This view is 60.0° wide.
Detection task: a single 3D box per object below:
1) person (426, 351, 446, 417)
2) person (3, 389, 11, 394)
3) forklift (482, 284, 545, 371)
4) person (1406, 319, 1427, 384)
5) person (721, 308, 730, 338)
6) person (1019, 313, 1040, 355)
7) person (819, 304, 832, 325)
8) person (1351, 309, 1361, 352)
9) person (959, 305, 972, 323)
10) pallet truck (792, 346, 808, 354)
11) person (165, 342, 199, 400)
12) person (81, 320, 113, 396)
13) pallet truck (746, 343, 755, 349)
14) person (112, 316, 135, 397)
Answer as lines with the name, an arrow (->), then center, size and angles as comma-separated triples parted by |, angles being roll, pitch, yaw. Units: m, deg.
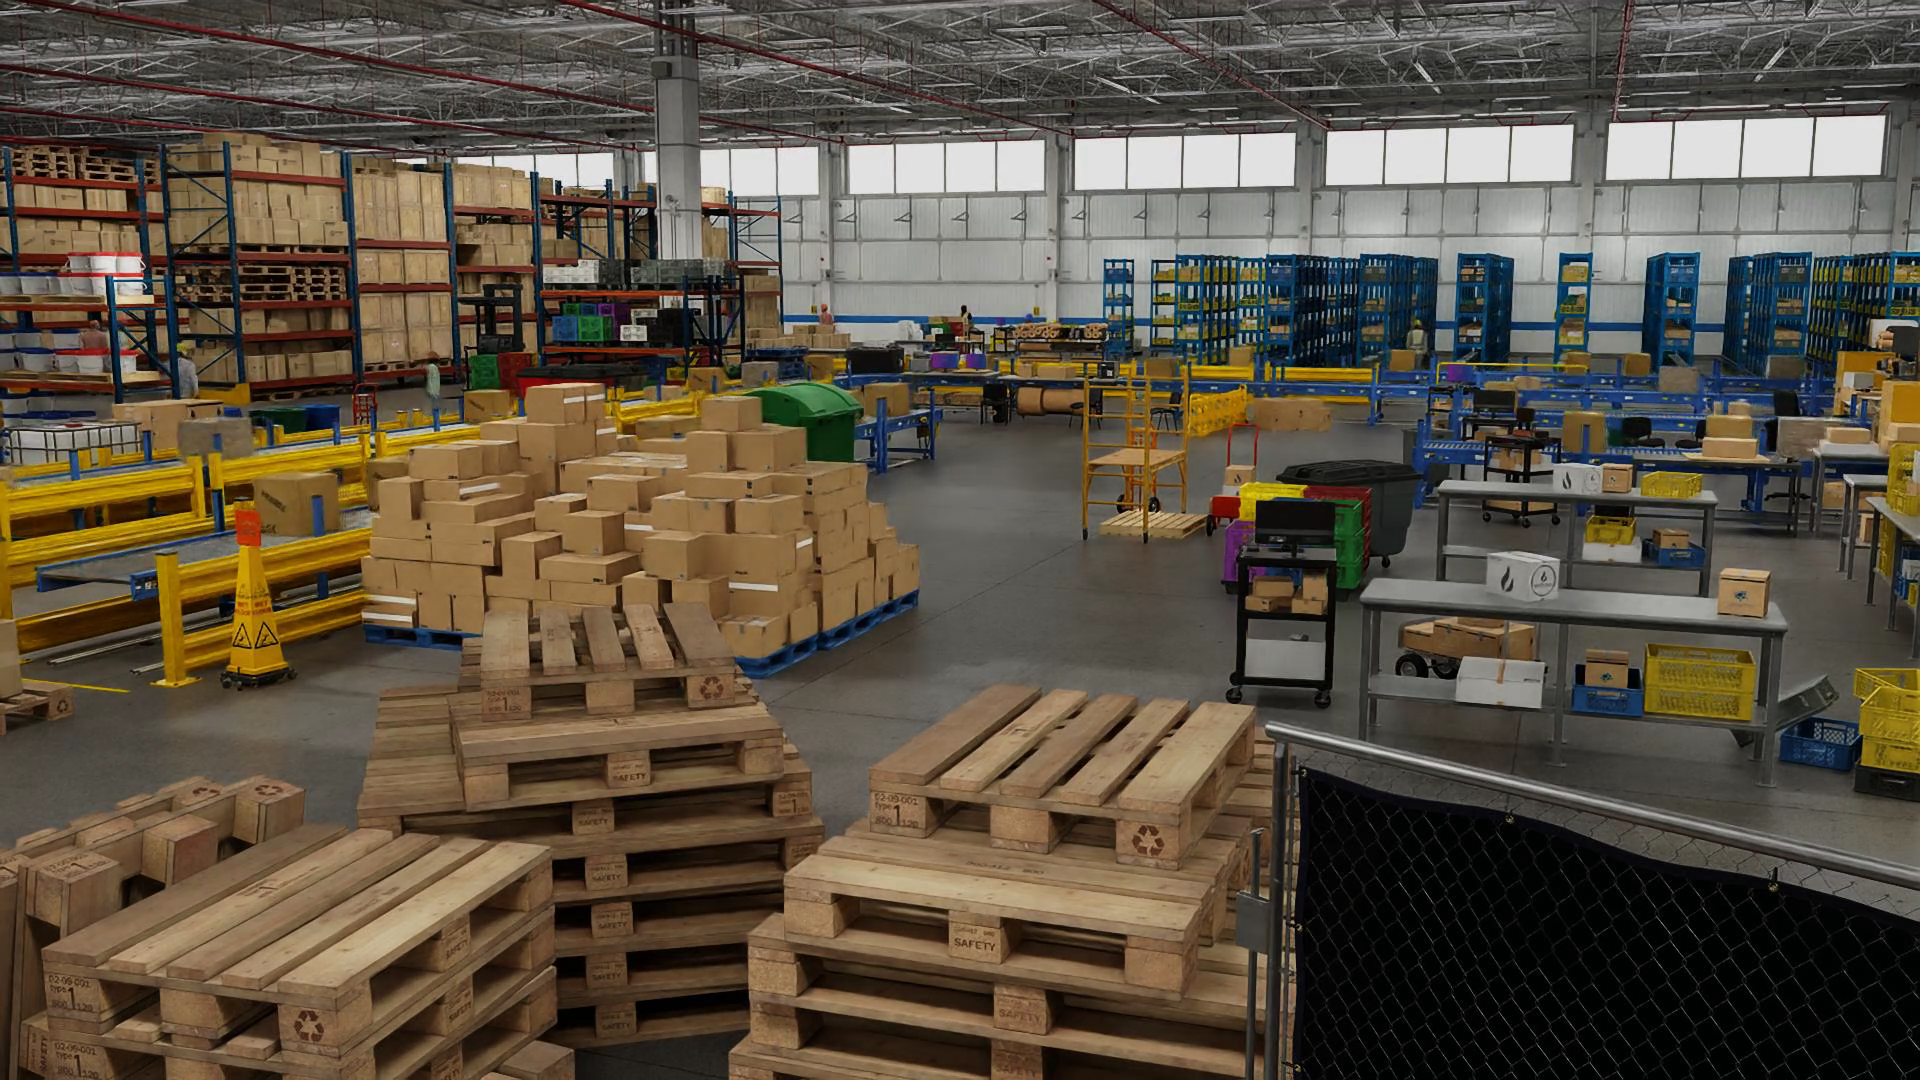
person -> -9.892, -2.787, 31.602 | 0.600, 1.591, 0.562 | -5, 10, -29
person -> -20.744, -3.623, 35.884 | 0.665, 1.913, 0.650 | 5, 10, 30
forklift -> -10.832, -4.702, 39.610 | 1.129, 2.768, 1.873 | 3, 10, 20
person -> 12.722, -5.251, 46.408 | 0.596, 1.819, 0.485 | 1, 9, 5
person -> -8.255, -7.075, 57.526 | 0.571, 1.916, 0.575 | 5, 10, 26
person -> 2.052, -5.823, 49.721 | 0.618, 1.912, 0.952 | -2, 9, -12
person -> -4.937, -7.628, 60.753 | 0.393, 1.995, 0.612 | 8, 12, 41
person -> 14.219, -7.365, 59.636 | 0.637, 1.818, 0.595 | 2, 9, 14
person -> 0.165, -8.521, 66.870 | 0.620, 1.838, 0.430 | 7, 12, 39
pallet truck -> -3.705, -4.298, 42.022 | 0.653, 1.274, 1.630 | 3, 10, 20
person -> -14.434, -2.758, 30.805 | 0.600, 1.804, 0.824 | 2, 9, 11
person -> -21.789, -4.593, 41.991 | 0.643, 1.905, 0.400 | 0, 9, 1
pallet truck -> -6.183, -4.618, 44.264 | 1.601, 1.201, 0.680 | -9, 12, -43
person -> -20.916, -4.576, 41.502 | 0.632, 2.024, 0.495 | 6, 11, 33
